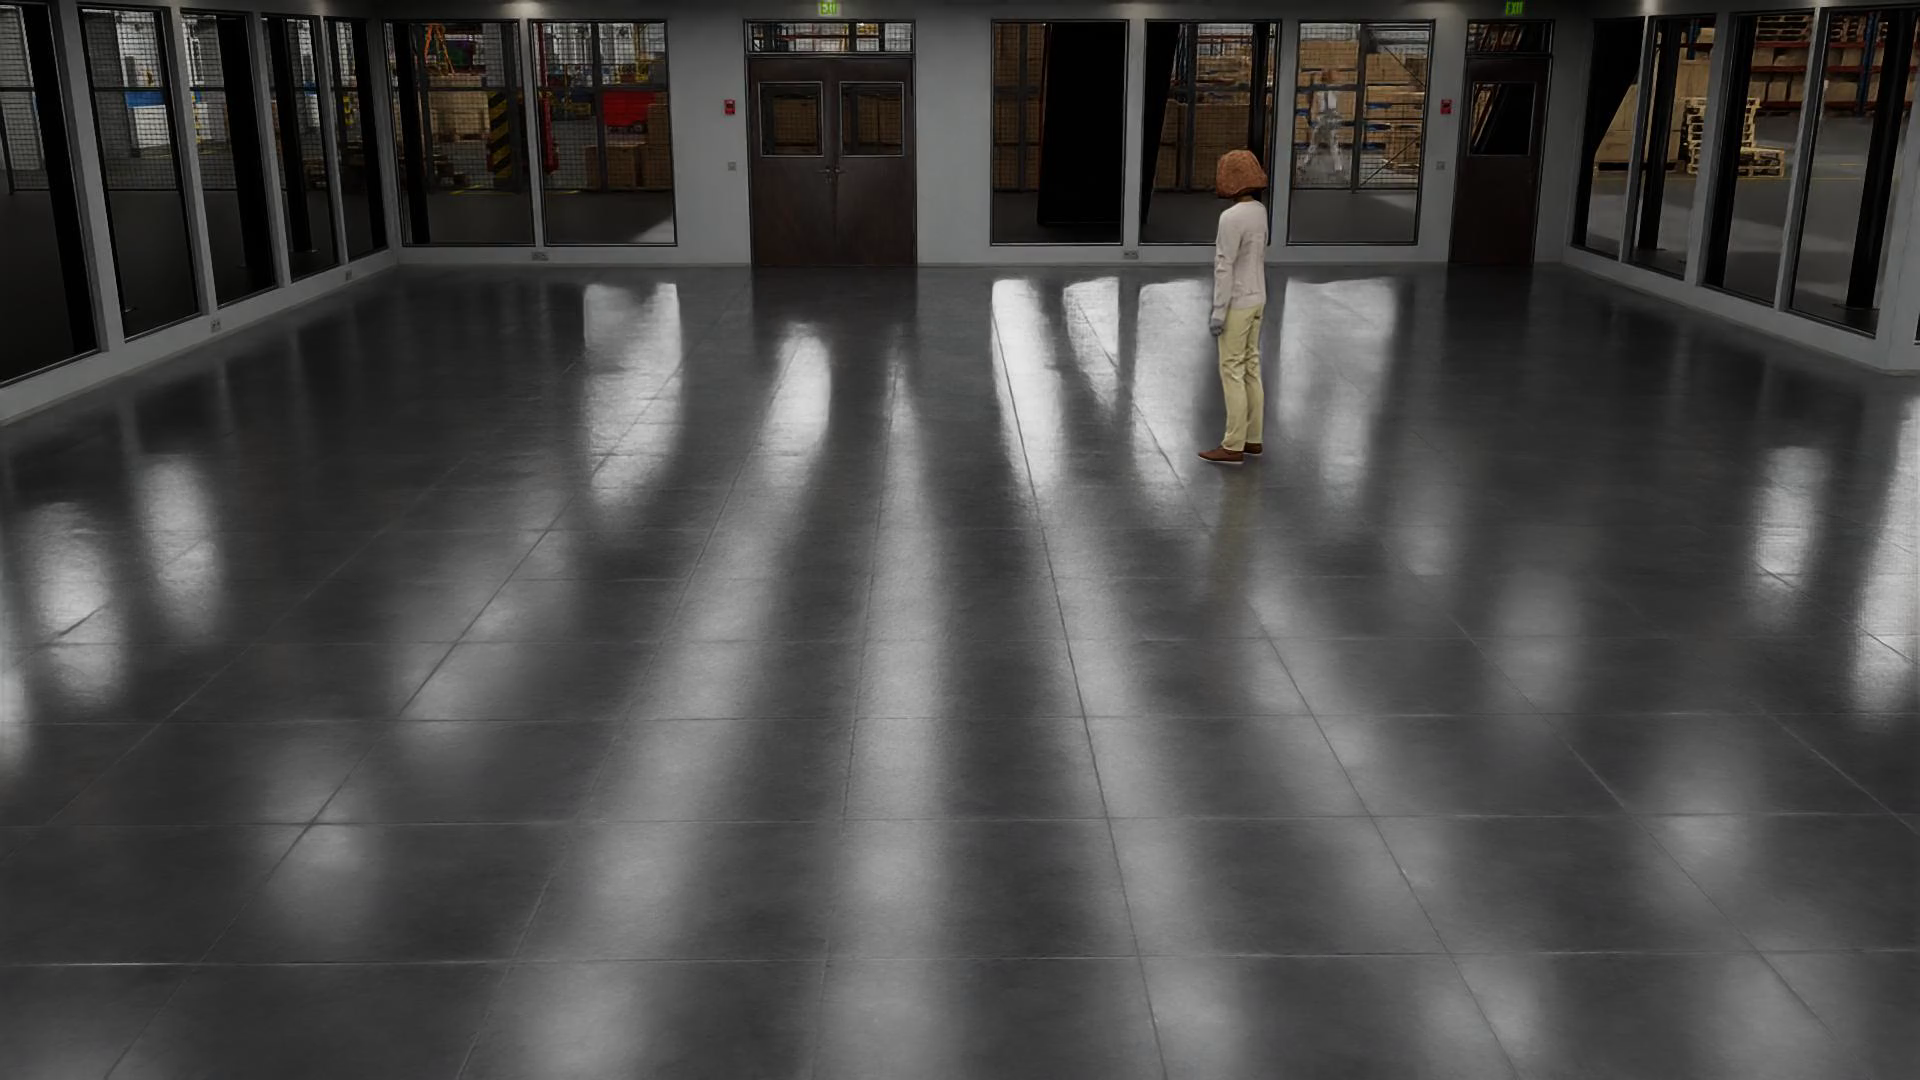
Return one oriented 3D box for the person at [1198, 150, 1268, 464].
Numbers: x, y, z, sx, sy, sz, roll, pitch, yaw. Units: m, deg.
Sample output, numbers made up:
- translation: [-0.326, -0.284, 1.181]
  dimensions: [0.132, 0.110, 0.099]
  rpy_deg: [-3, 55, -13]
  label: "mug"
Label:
- translation: [1.458, -1.215, 8.735]
  dimensions: [0.279, 1.624, 0.494]
  rpy_deg: [9, 19, 28]
  label: "person"
